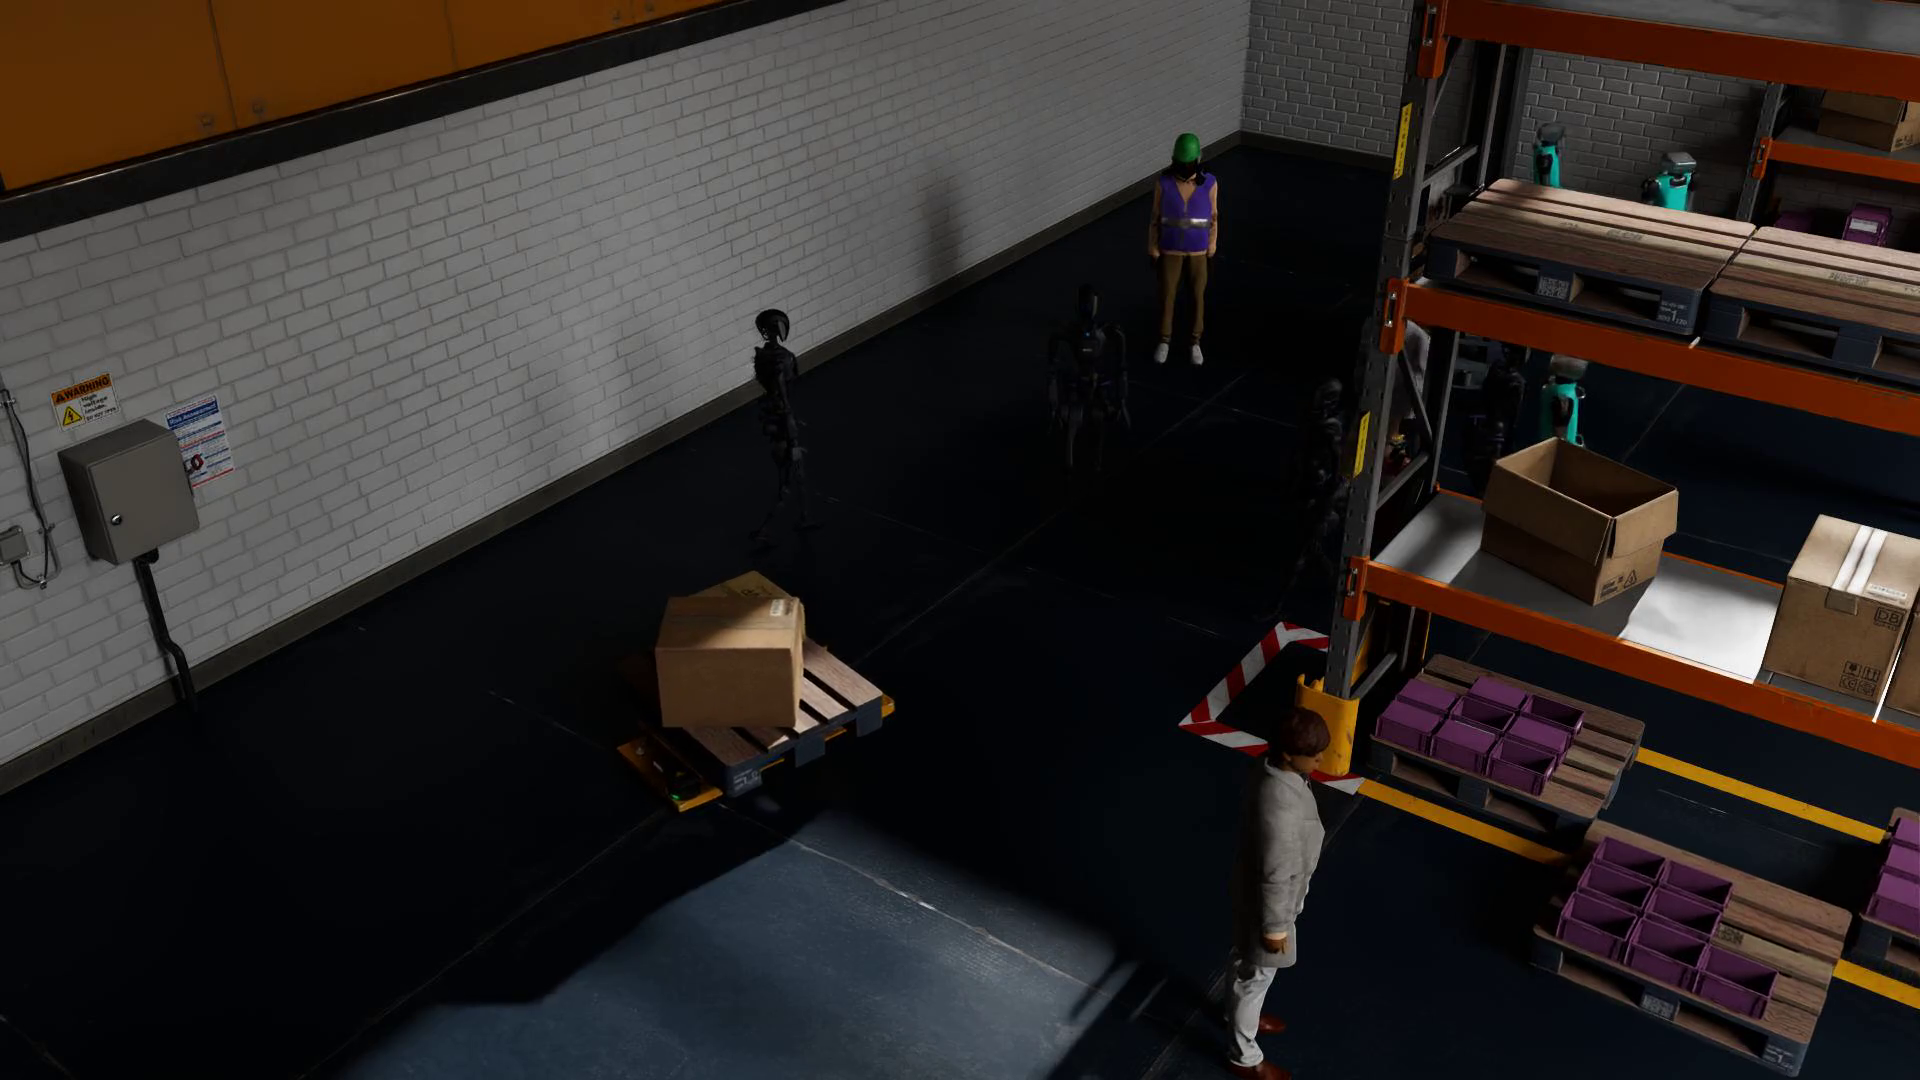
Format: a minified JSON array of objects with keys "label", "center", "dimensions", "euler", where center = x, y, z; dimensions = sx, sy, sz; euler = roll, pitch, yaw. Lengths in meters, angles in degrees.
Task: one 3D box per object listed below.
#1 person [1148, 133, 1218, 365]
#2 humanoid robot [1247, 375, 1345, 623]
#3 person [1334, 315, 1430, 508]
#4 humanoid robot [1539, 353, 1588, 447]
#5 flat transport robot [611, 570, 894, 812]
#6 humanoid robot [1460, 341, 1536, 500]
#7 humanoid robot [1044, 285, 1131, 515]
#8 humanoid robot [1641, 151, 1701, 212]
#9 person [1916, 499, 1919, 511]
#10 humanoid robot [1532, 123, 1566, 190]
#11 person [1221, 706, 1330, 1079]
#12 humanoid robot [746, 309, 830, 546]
[{"label":"person","center":[1.802,-2.364,13.493],"dimensions":[0.550,1.918,0.432],"euler":[2,30,3]},{"label":"humanoid robot","center":[2.148,-0.269,10.142],"dimensions":[0.770,1.623,0.585],"euler":[-9,31,-15]},{"label":"person","center":[2.864,-0.951,11.236],"dimensions":[0.398,1.728,0.561],"euler":[-23,37,-34]},{"label":"humanoid robot","center":[3.751,-0.256,10.066],"dimensions":[0.687,1.831,0.540],"euler":[7,31,13]},{"label":"flat transport robot","center":[-1.127,1.017,9.275],"dimensions":[1.431,0.231,0.659],"euler":[-23,37,-34]},{"label":"humanoid robot","center":[3.352,-0.583,10.652],"dimensions":[0.400,1.640,0.603],"euler":[-2,30,-4]},{"label":"humanoid robot","center":[0.867,-0.927,11.239],"dimensions":[0.588,1.653,0.348],"euler":[-1,30,-2]},{"label":"humanoid robot","center":[5.786,-2.132,13.363],"dimensions":[0.550,1.859,0.796],"euler":[-12,32,-20]},{"label":"person","center":[6.829,-0.941,11.076],"dimensions":[0.390,1.869,0.559],"euler":[-5,30,-8]},{"label":"humanoid robot","center":[5.206,-2.672,14.234],"dimensions":[1.062,1.715,0.531],"euler":[10,32,17]},{"label":"person","center":[1.304,1.472,6.928],"dimensions":[0.367,1.829,0.501],"euler":[4,30,7]},{"label":"humanoid robot","center":[-1.172,-0.734,10.917],"dimensions":[0.582,1.646,0.587],"euler":[-7,31,-12]}]
